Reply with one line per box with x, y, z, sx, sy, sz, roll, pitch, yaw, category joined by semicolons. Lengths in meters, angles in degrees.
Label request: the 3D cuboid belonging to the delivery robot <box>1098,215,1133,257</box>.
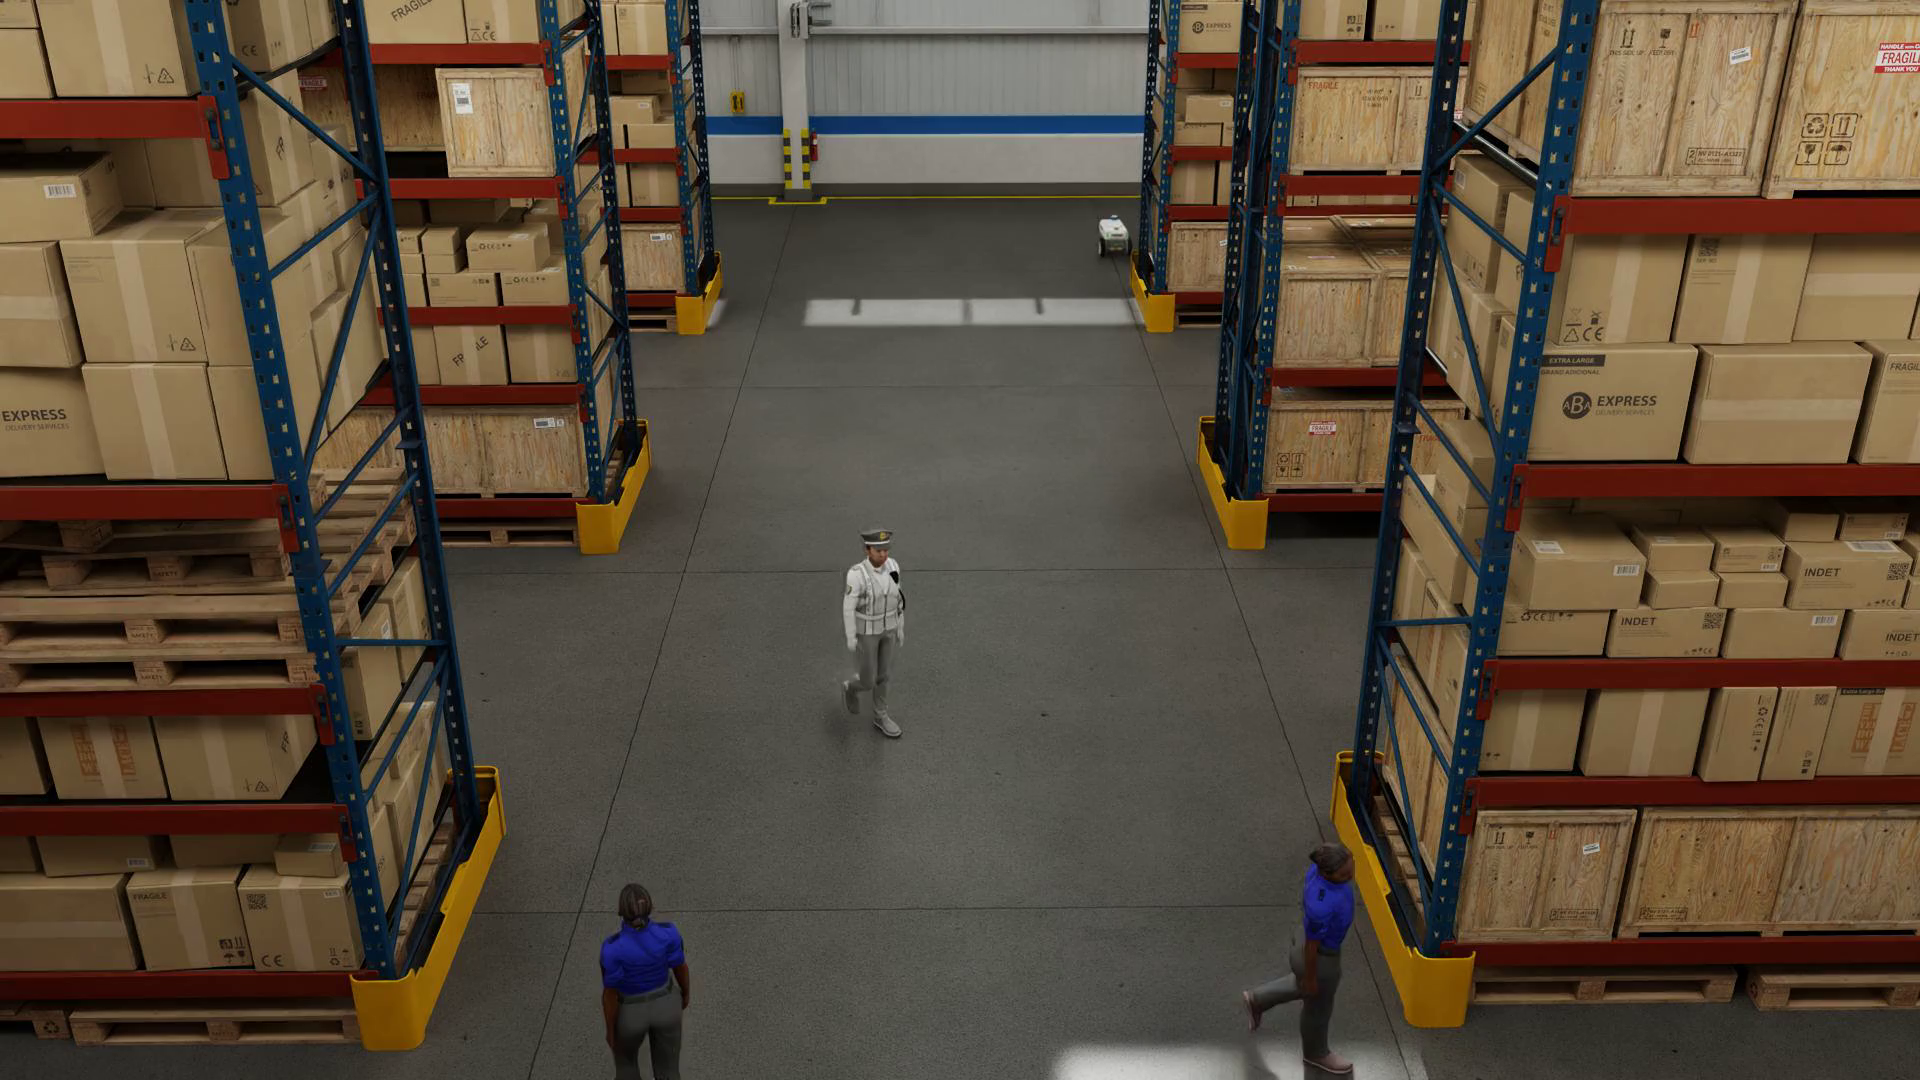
2.418;-4.567;25.231;0.667;0.535;0.734;-2;25;-4;delivery robot

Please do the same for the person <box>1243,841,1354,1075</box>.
1.906;2.270;9.150;0.659;1.627;0.504;6;26;14;person

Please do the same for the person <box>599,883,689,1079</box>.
-1.657;2.451;8.771;0.466;1.681;0.481;-9;26;-18;person

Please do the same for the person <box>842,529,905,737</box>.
-0.668;0.660;12.527;0.493;1.691;0.542;-17;30;-32;person
